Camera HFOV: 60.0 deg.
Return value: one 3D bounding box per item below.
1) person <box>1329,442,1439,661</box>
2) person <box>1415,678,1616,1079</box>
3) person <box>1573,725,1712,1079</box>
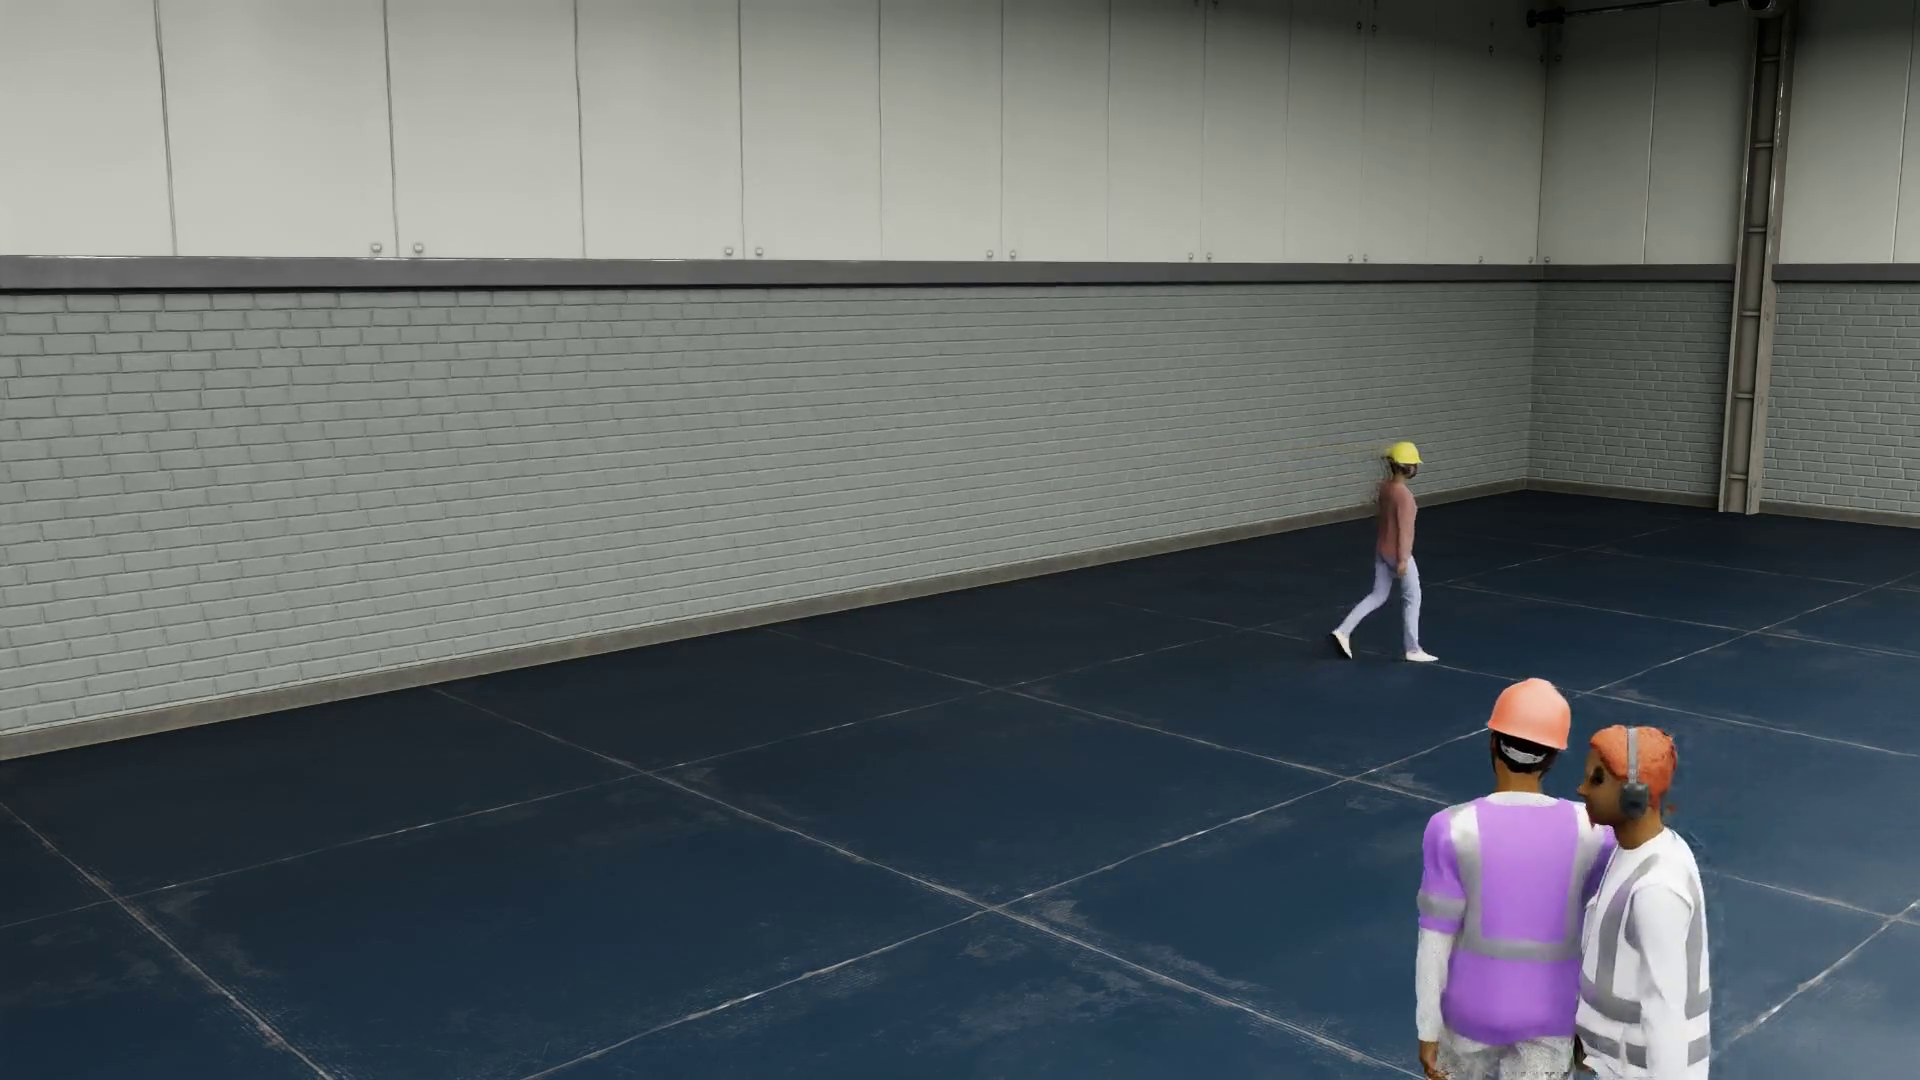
[{"bbox_3d":[3.310,0.101,12.901,0.798,1.742,0.531,-2,9,-10],"label":"person"},{"bbox_3d":[1.593,1.324,4.866,0.546,1.871,1.021,1,9,9],"label":"person"},{"bbox_3d":[1.685,1.395,4.490,0.869,1.848,0.619,4,10,21],"label":"person"}]
